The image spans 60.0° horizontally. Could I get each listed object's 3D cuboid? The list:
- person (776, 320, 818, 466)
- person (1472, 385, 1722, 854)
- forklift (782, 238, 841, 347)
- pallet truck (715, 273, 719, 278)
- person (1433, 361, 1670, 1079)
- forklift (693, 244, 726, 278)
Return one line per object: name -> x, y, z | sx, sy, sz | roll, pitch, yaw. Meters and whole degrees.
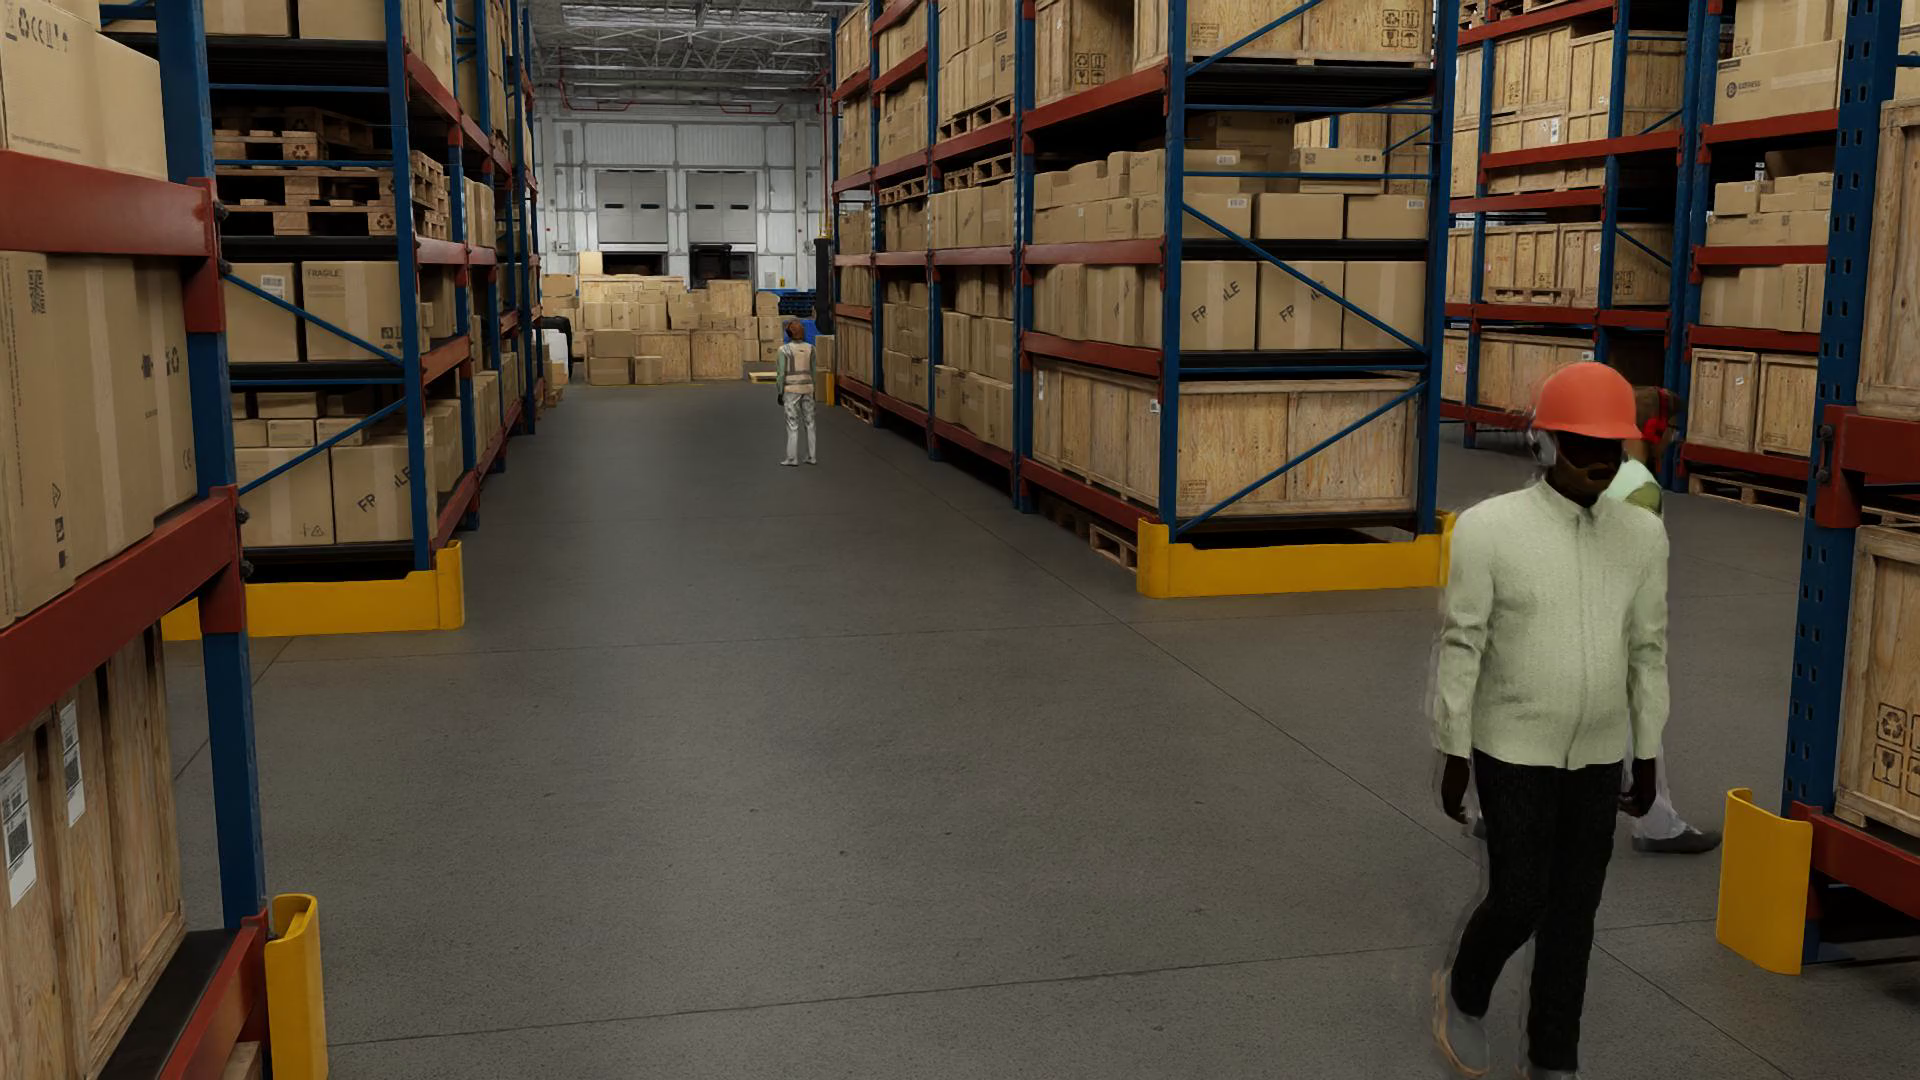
person -> -1.815, -1.637, 18.617 | 0.511, 1.630, 0.317 | -7, 12, -38
person -> 2.406, 0.313, 6.255 | 0.914, 1.790, 0.604 | -1, 9, -7
forklift -> -2.810, -5.090, 35.851 | 1.873, 2.768, 1.129 | 4, 10, 21
pallet truck -> -8.580, -8.986, 62.280 | 1.885, 1.965, 0.823 | 1, 9, 5
person -> 1.539, 0.531, 4.305 | 0.639, 1.983, 0.441 | -2, 10, -12
forklift -> -6.757, -6.590, 44.989 | 1.129, 2.768, 1.873 | -2, 10, -12
